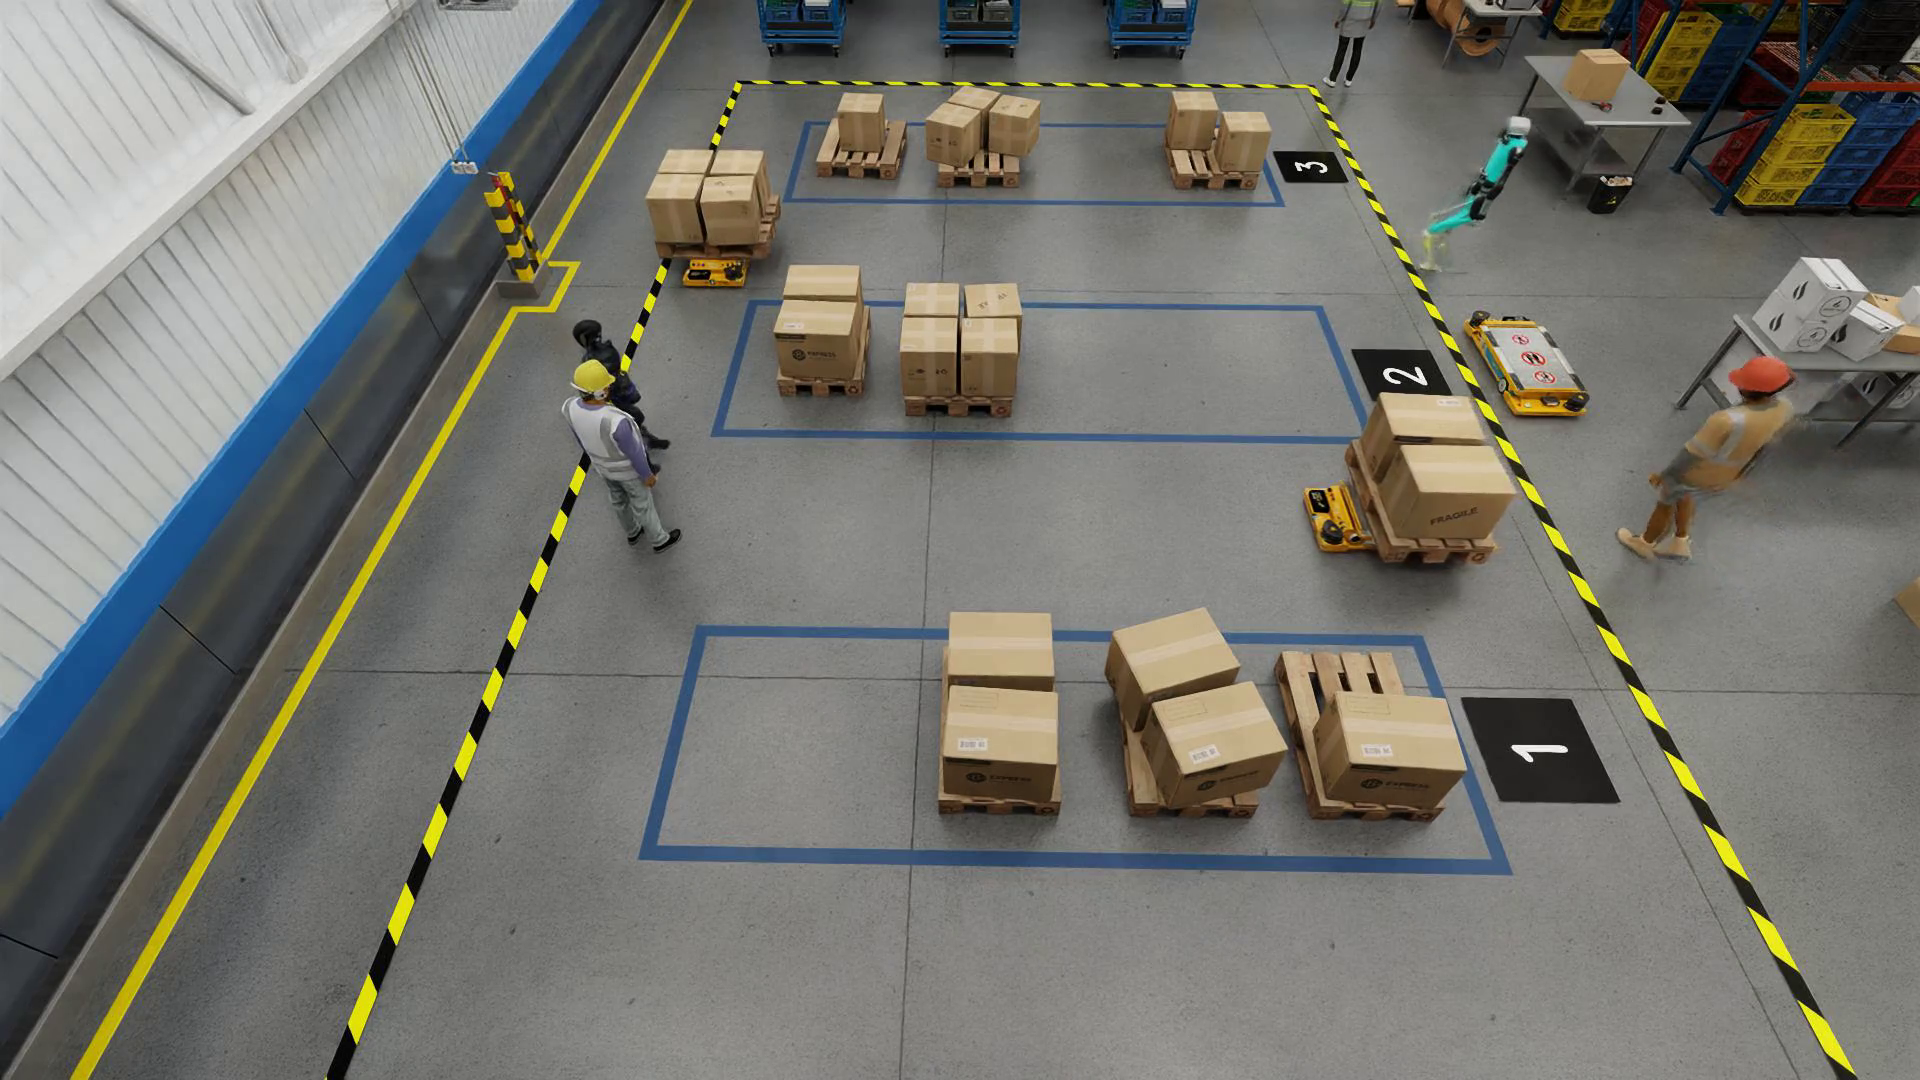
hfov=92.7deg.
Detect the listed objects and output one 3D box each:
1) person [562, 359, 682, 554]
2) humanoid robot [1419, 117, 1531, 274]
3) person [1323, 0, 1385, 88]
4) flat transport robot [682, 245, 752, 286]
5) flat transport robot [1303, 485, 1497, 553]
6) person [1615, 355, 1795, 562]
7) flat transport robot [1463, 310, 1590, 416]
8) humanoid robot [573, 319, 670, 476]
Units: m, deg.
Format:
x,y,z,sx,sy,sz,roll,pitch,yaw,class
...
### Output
x,y,z,sx,sy,sz,roll,pitch,yaw,class
-2.595,-0.602,7.027,0.588,1.822,0.403,21,52,17,person
5.280,-3.541,9.639,0.836,1.789,0.541,9,50,8,humanoid robot
5.564,-7.325,12.826,0.588,1.852,0.370,0,49,0,person
-2.692,-3.377,10.438,0.652,0.197,1.431,1,49,1,flat transport robot
3.691,-0.207,7.694,1.431,0.197,0.652,1,49,1,flat transport robot
5.551,-0.537,6.847,0.651,2.010,0.451,-10,50,-8,person
5.573,-1.757,9.054,0.659,0.231,1.431,1,49,1,flat transport robot
-2.767,-1.182,7.628,0.466,1.648,0.603,-26,54,-21,humanoid robot
